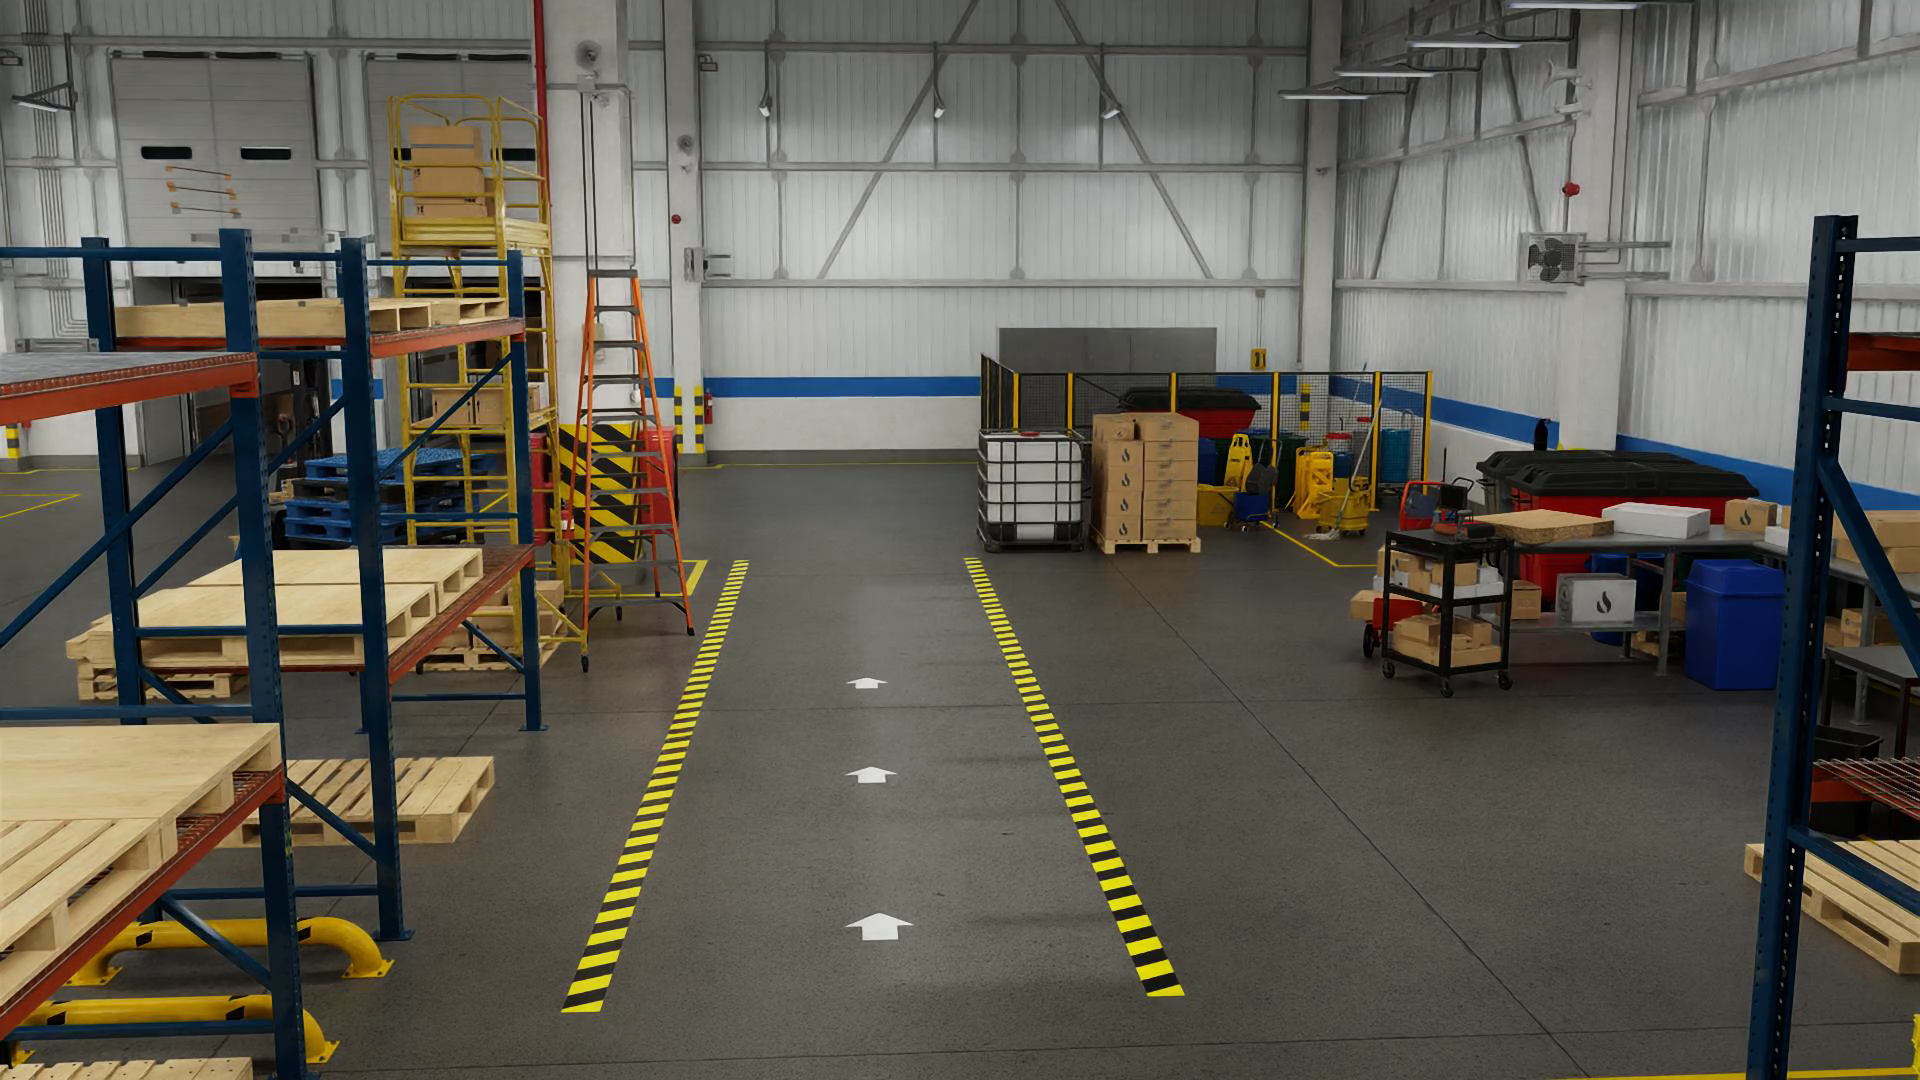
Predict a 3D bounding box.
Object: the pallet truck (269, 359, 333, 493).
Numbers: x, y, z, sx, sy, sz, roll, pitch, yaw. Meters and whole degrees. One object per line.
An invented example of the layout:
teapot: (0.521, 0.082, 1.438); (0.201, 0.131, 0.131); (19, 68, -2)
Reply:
pallet truck: (-7.062, -1.131, 18.996); (1.885, 1.965, 0.823); (2, 9, 13)
